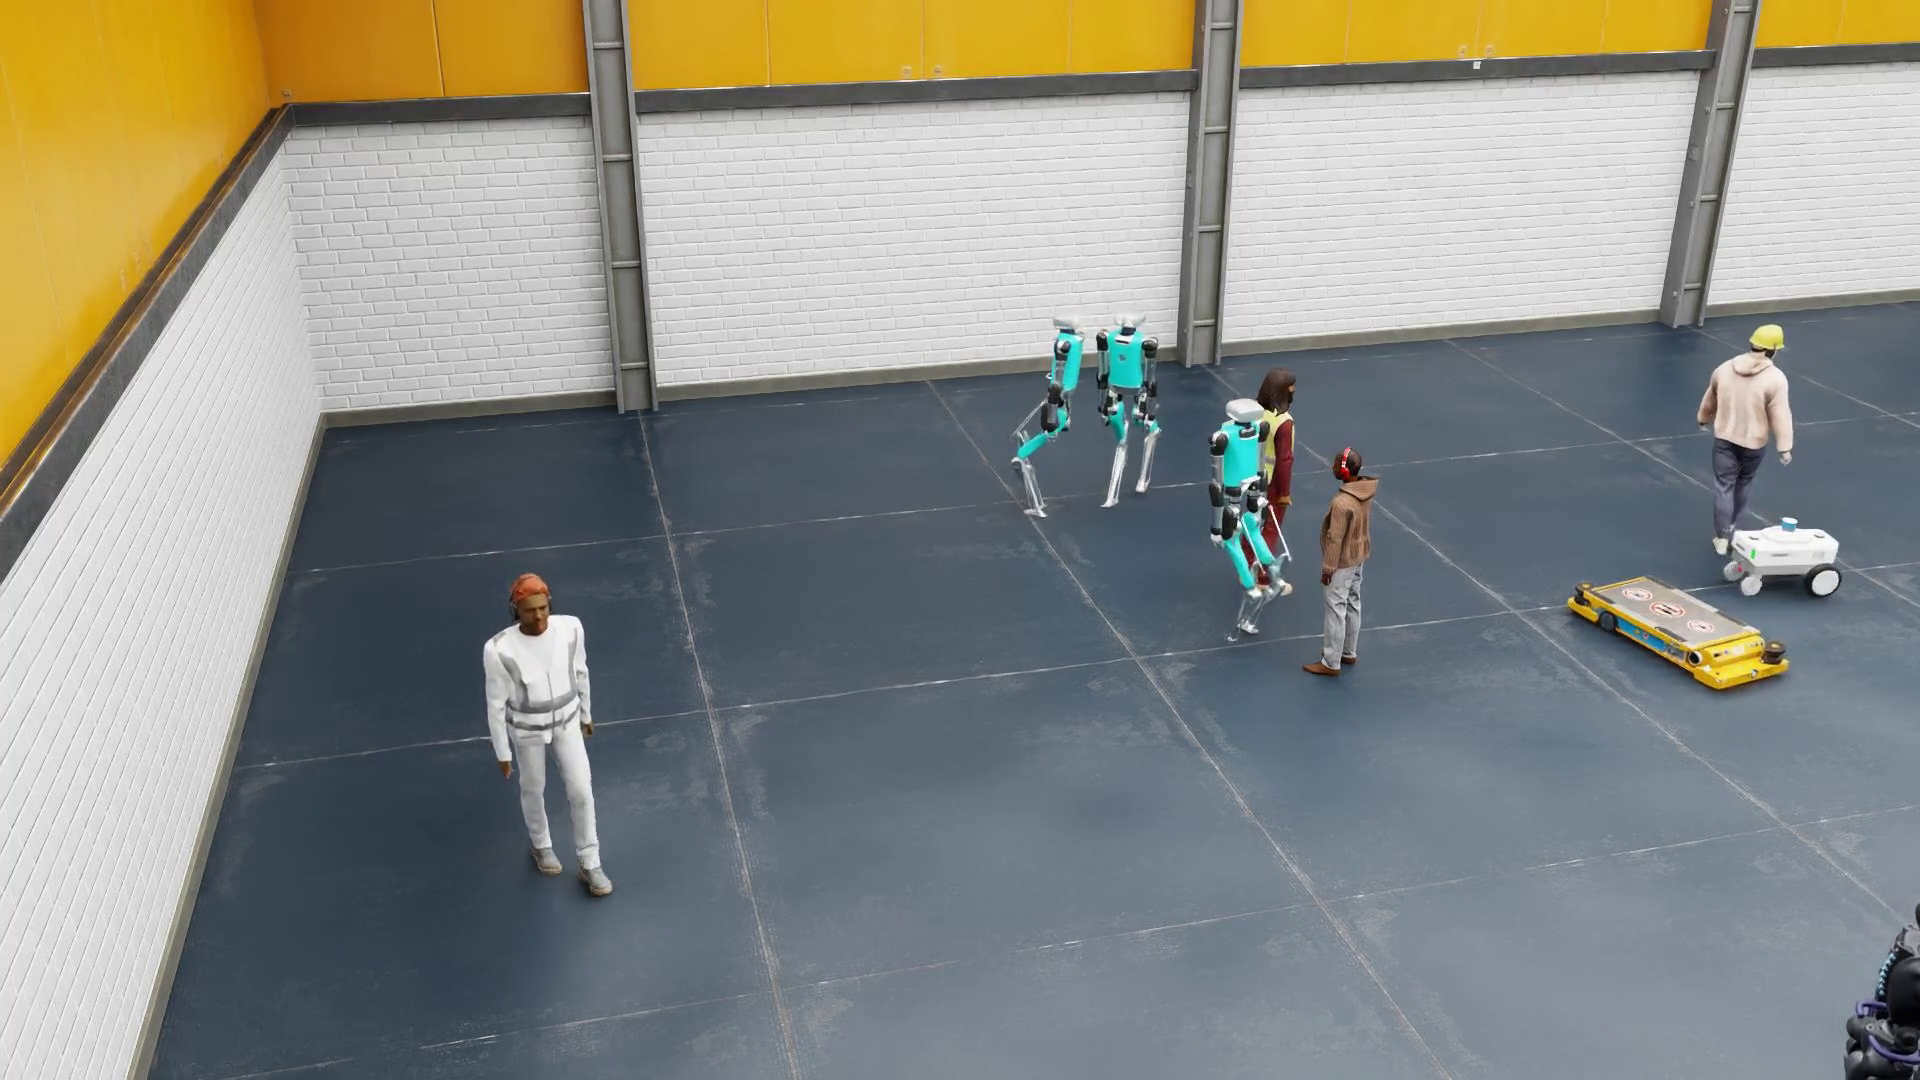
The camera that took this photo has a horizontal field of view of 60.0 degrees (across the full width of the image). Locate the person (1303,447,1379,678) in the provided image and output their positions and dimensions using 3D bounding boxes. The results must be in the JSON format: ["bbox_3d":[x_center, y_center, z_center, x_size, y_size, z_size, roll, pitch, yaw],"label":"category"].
[{"bbox_3d":[2.610,0.154,11.301,0.327,1.648,0.463,17,29,34],"label":"person"}]

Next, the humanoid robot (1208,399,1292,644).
[{"bbox_3d":[2.084,-0.076,11.706,0.532,1.793,0.673,-17,29,-34],"label":"humanoid robot"}]

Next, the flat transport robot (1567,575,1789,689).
[{"bbox_3d":[5.127,0.629,11.931,0.659,0.231,1.431,-10,26,-22],"label":"flat transport robot"}]

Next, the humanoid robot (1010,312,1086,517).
[{"bbox_3d":[0.675,-1.052,13.948,0.707,1.784,0.572,8,25,18],"label":"humanoid robot"}]

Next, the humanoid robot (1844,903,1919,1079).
[{"bbox_3d":[3.867,2.132,6.799,0.675,1.635,0.606,4,24,9],"label":"humanoid robot"}]

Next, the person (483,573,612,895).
[{"bbox_3d":[-2.207,1.069,8.961,0.600,1.857,0.812,-15,28,-31],"label":"person"}]

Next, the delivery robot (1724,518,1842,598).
[{"bbox_3d":[6.293,0.118,12.723,0.765,0.583,0.499,-2,24,-4],"label":"delivery robot"}]

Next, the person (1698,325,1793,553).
[{"bbox_3d":[6.282,-0.837,13.318,0.756,1.825,0.737,15,28,31],"label":"person"}]

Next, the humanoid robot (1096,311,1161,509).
[{"bbox_3d":[1.497,-1.158,14.195,0.531,1.776,0.839,11,26,23],"label":"humanoid robot"}]

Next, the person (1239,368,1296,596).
[{"bbox_3d":[2.310,-0.435,12.482,0.363,1.769,0.478,-9,25,-20],"label":"person"}]
